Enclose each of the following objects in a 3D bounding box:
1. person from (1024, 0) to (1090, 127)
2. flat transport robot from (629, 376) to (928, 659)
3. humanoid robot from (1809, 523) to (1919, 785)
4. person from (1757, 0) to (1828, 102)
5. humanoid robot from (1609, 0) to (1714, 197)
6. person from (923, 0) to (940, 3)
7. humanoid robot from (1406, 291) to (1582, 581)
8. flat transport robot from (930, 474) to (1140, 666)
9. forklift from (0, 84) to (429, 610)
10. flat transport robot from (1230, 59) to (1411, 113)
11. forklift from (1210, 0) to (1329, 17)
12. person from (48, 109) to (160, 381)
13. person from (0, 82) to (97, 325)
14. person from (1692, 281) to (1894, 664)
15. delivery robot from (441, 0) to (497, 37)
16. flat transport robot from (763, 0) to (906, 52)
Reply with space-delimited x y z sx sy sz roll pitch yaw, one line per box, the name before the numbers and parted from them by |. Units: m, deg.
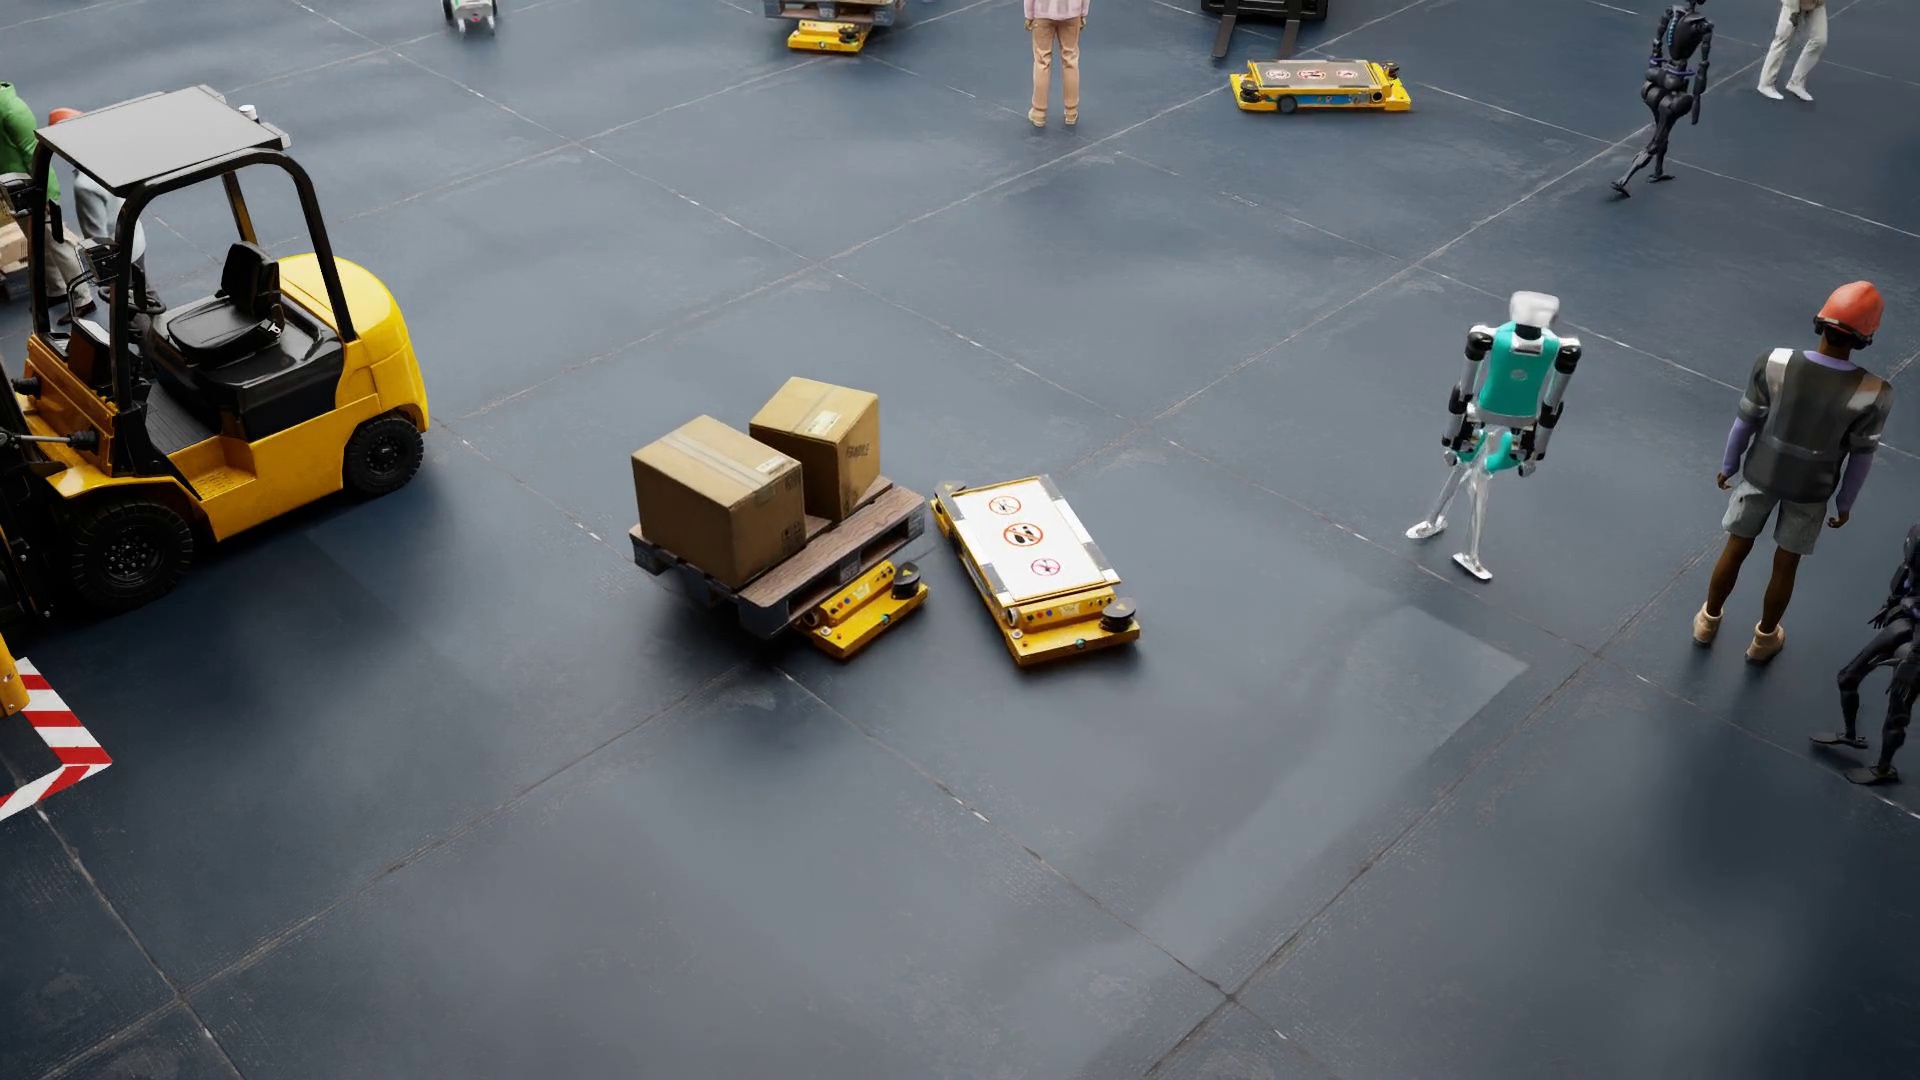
person | 0.776 -4.203 13.357 0.535 1.781 0.399 -5 37 -6
flat transport robot | -0.927 0.119 8.837 1.431 0.231 0.659 27 44 31
humanoid robot | 4.169 0.393 7.299 0.430 1.644 0.594 9 38 11
person | 7.047 -4.404 13.757 0.530 1.616 0.571 -21 41 -25
humanoid robot | 5.250 -3.377 12.374 0.740 1.641 0.583 -14 39 -18
person | -0.328 -6.120 15.804 0.362 1.932 0.627 -24 43 -28
humanoid robot | 2.742 -0.610 8.584 0.589 1.773 0.879 8 38 11
flat transport robot | 0.372 0.104 8.857 0.659 0.231 1.431 -12 38 -15
forklift | -4.145 -1.093 8.856 2.313 2.155 1.214 -31 47 -34
flat transport robot | 3.064 -3.868 14.175 1.431 0.231 0.659 0 37 0
forklift | 3.106 -6.400 15.960 1.214 2.155 2.313 8 37 10
person | -5.186 -1.800 10.177 0.352 1.740 0.571 -4 37 -6
person | -6.049 -2.267 10.767 0.538 1.784 0.383 23 43 28
person | 3.956 -0.305 7.926 0.615 2.041 0.377 22 42 27
delivery robot | -4.587 -5.073 15.551 0.499 0.598 0.801 -12 39 -16
flat transport robot | -1.115 -4.921 15.584 0.659 0.231 1.431 7 37 9
